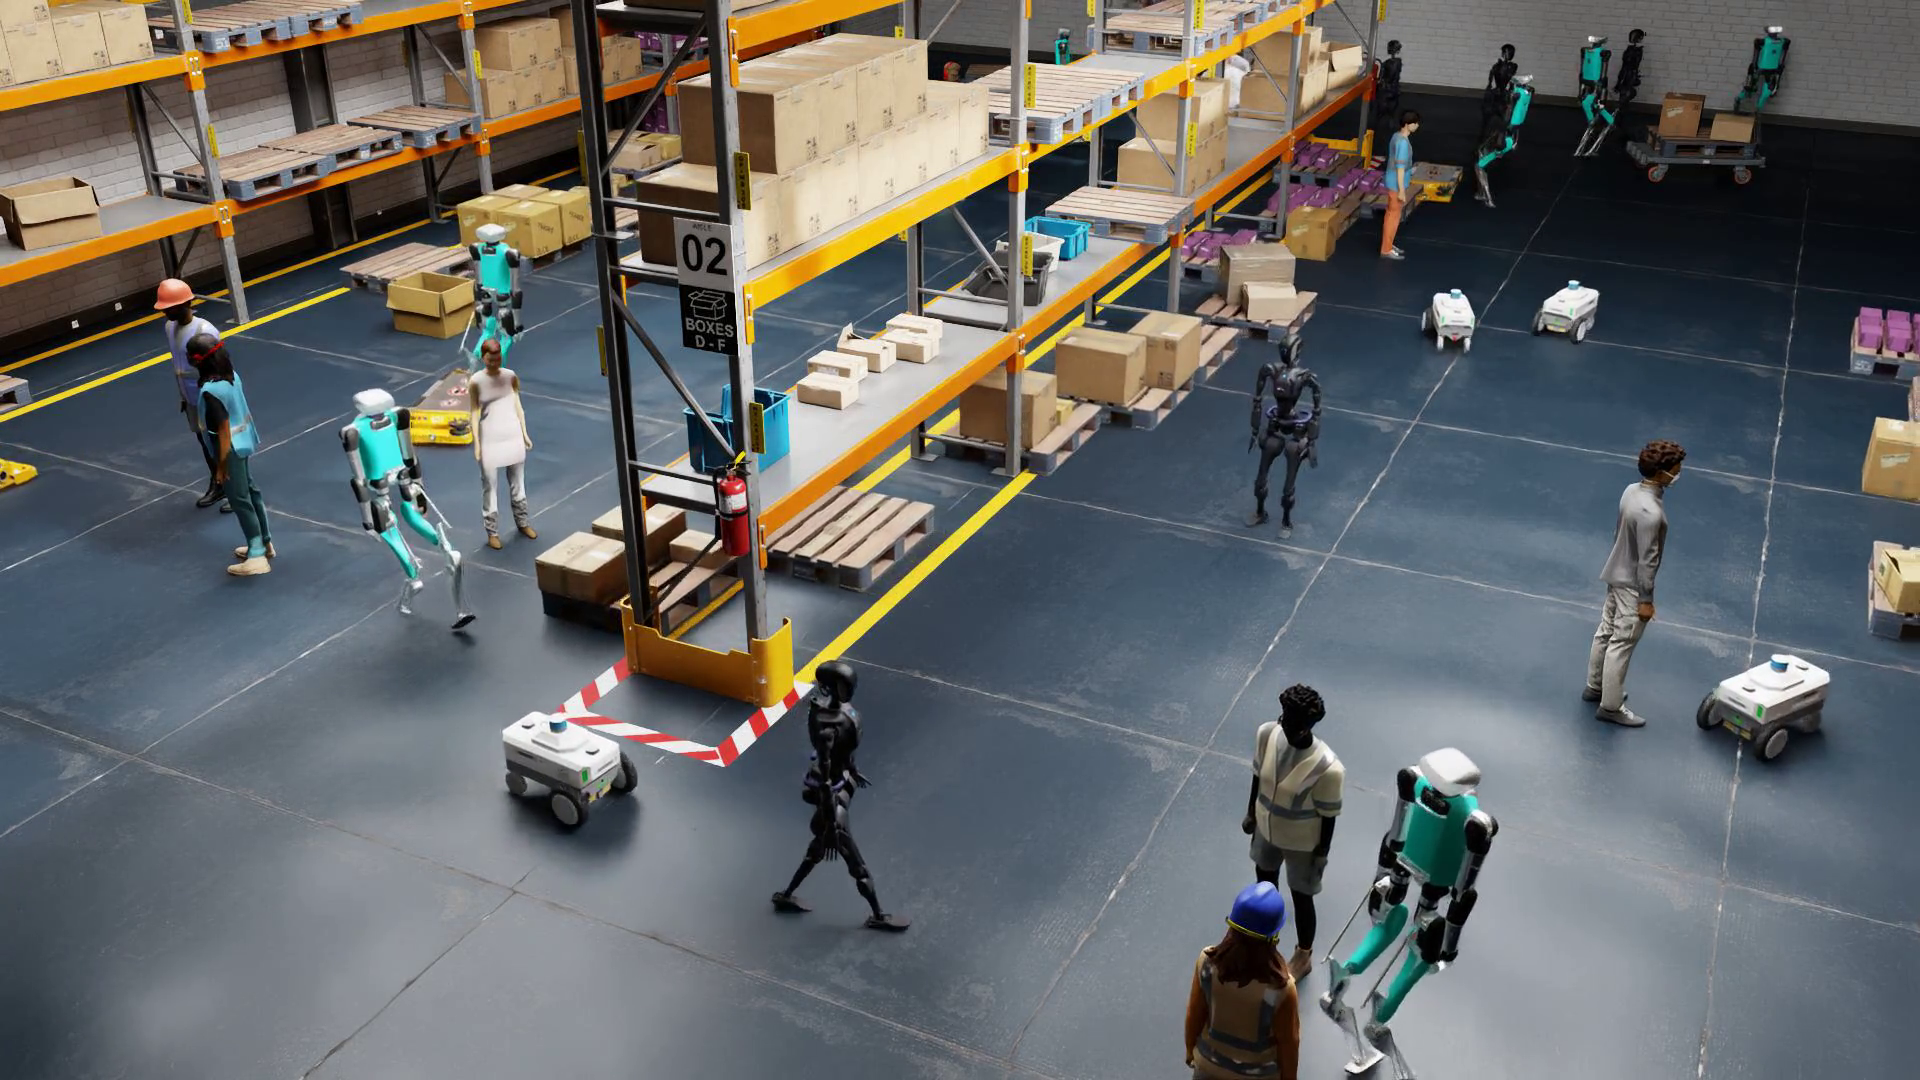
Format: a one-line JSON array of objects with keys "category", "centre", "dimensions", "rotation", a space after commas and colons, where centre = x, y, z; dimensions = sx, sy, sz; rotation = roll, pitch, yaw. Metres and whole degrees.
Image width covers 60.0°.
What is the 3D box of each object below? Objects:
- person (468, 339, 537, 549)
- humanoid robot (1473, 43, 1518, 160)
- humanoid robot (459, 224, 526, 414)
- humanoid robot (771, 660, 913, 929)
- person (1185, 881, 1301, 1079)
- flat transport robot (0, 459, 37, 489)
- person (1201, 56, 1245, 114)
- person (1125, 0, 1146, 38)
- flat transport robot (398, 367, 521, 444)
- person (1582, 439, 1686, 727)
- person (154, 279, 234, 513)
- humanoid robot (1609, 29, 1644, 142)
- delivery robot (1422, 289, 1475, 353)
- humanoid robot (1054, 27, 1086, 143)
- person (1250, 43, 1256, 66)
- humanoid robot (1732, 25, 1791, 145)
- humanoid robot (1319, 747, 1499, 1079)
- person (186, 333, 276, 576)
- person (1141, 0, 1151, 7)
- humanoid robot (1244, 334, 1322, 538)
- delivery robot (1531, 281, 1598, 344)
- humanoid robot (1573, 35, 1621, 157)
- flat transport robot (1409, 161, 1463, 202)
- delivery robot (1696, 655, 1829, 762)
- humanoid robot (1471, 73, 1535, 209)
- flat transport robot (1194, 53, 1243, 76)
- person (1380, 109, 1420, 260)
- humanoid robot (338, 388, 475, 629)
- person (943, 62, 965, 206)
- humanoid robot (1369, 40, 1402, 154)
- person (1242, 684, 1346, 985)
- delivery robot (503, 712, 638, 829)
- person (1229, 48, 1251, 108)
[{"category": "person", "centre": [-3.512, -0.747, 12.720], "dimensions": [0.450, 1.657, 0.283], "rotation": [-18, 32, -32]}, {"category": "humanoid robot", "centre": [7.748, -6.304, 23.931], "dimensions": [0.603, 1.652, 0.365], "rotation": [-15, 30, -27]}, {"category": "humanoid robot", "centre": [-4.260, -1.896, 14.950], "dimensions": [0.538, 1.788, 0.705], "rotation": [13, 29, 25]}, {"category": "humanoid robot", "centre": [-0.642, 1.306, 8.622], "dimensions": [0.793, 1.628, 0.608], "rotation": [4, 27, 7]}, {"category": "person", "centre": [1.141, 2.135, 6.762], "dimensions": [0.481, 1.776, 0.322], "rotation": [14, 30, 26]}, {"category": "flat transport robot", "centre": [-8.376, -0.385, 13.555], "dimensions": [0.659, 0.231, 1.431], "rotation": [10, 28, 20]}, {"category": "person", "centre": [3.568, -5.771, 22.651], "dimensions": [0.641, 1.853, 1.014], "rotation": [8, 27, 16]}, {"category": "person", "centre": [3.074, -8.513, 28.245], "dimensions": [0.618, 1.810, 0.577], "rotation": [-18, 31, -31]}, {"category": "flat transport robot", "centre": [-4.591, -1.240, 15.282], "dimensions": [0.659, 0.231, 1.431], "rotation": [2, 26, 5]}, {"category": "person", "centre": [4.204, 0.260, 10.420], "dimensions": [0.395, 1.897, 0.534], "rotation": [1, 26, 3]}, {"category": "person", "centre": [-6.040, -1.144, 13.222], "dimensions": [0.540, 1.932, 0.382], "rotation": [13, 29, 25]}, {"category": "humanoid robot", "centre": [10.012, -6.832, 24.996], "dimensions": [0.456, 1.643, 0.600], "rotation": [1, 26, 1]}, {"category": "delivery robot", "centre": [5.046, -2.268, 17.059], "dimensions": [0.499, 0.614, 0.818], "rotation": [4, 27, 7]}, {"category": "humanoid robot", "centre": [1.694, -6.654, 24.577], "dimensions": [0.875, 1.791, 0.540], "rotation": [0, 26, 0]}, {"category": "person", "centre": [4.893, -7.701, 26.526], "dimensions": [0.554, 1.877, 0.409], "rotation": [23, 34, 38]}, {"category": "humanoid robot", "centre": [11.991, -6.913, 25.133], "dimensions": [0.531, 1.779, 1.013], "rotation": [-2, 26, -4]}, {"category": "humanoid robot", "centre": [1.933, 1.784, 7.511], "dimensions": [0.712, 1.781, 0.539], "rotation": [-14, 30, -27]}, {"category": "person", "centre": [-5.358, -0.632, 12.254], "dimensions": [0.370, 1.865, 0.541], "rotation": [-4, 27, -8]}, {"category": "person", "centre": [3.204, -9.017, 29.136], "dimensions": [0.530, 1.914, 0.619], "rotation": [2, 26, 5]}, {"category": "humanoid robot", "centre": [2.518, -0.806, 12.827], "dimensions": [0.589, 1.648, 0.350], "rotation": [16, 30, 29]}, {"category": "delivery robot", "centre": [6.338, -2.396, 17.287], "dimensions": [0.499, 0.587, 0.769], "rotation": [21, 33, 36]}, {"category": "humanoid robot", "centre": [9.257, -6.380, 24.027], "dimensions": [0.671, 1.809, 0.559], "rotation": [-10, 28, -20]}, {"category": "flat transport robot", "centre": [6.424, -4.870, 22.615], "dimensions": [0.659, 0.231, 1.431], "rotation": [10, 28, 19]}, {"category": "delivery robot", "centre": [5.072, 1.008, 10.429], "dimensions": [0.807, 0.603, 0.499], "rotation": [-14, 30, -27]}, {"category": "humanoid robot", "centre": [6.925, -5.205, 21.634], "dimensions": [0.879, 1.774, 0.586], "rotation": [22, 34, 37]}, {"category": "flat transport robot", "centre": [4.036, -7.311, 27.546], "dimensions": [1.431, 0.231, 0.659], "rotation": [21, 33, 36]}, {"category": "person", "centre": [5.156, -4.173, 19.531], "dimensions": [0.331, 1.758, 0.506], "rotation": [4, 27, 7]}, {"category": "humanoid robot", "centre": [-3.714, -0.131, 11.444], "dimensions": [0.996, 1.784, 0.532], "rotation": [17, 31, 31]}, {"category": "person", "centre": [-0.159, -5.315, 21.747], "dimensions": [0.390, 1.837, 0.562], "rotation": [13, 29, 24]}, {"category": "humanoid robot", "centre": [6.215, -6.431, 24.198], "dimensions": [0.580, 1.645, 0.594], "rotation": [23, 34, 38]}, {"category": "person", "centre": [1.635, 1.447, 8.254], "dimensions": [0.320, 1.693, 0.535], "rotation": [-19, 32, -33]}, {"category": "delivery robot", "centre": [-2.326, 1.309, 9.815], "dimensions": [0.775, 0.596, 0.499], "rotation": [16, 30, 28]}, {"category": "person", "centre": [4.036, -6.511, 24.300], "dimensions": [0.571, 1.708, 0.836], "rotation": [22, 34, 37]}]
